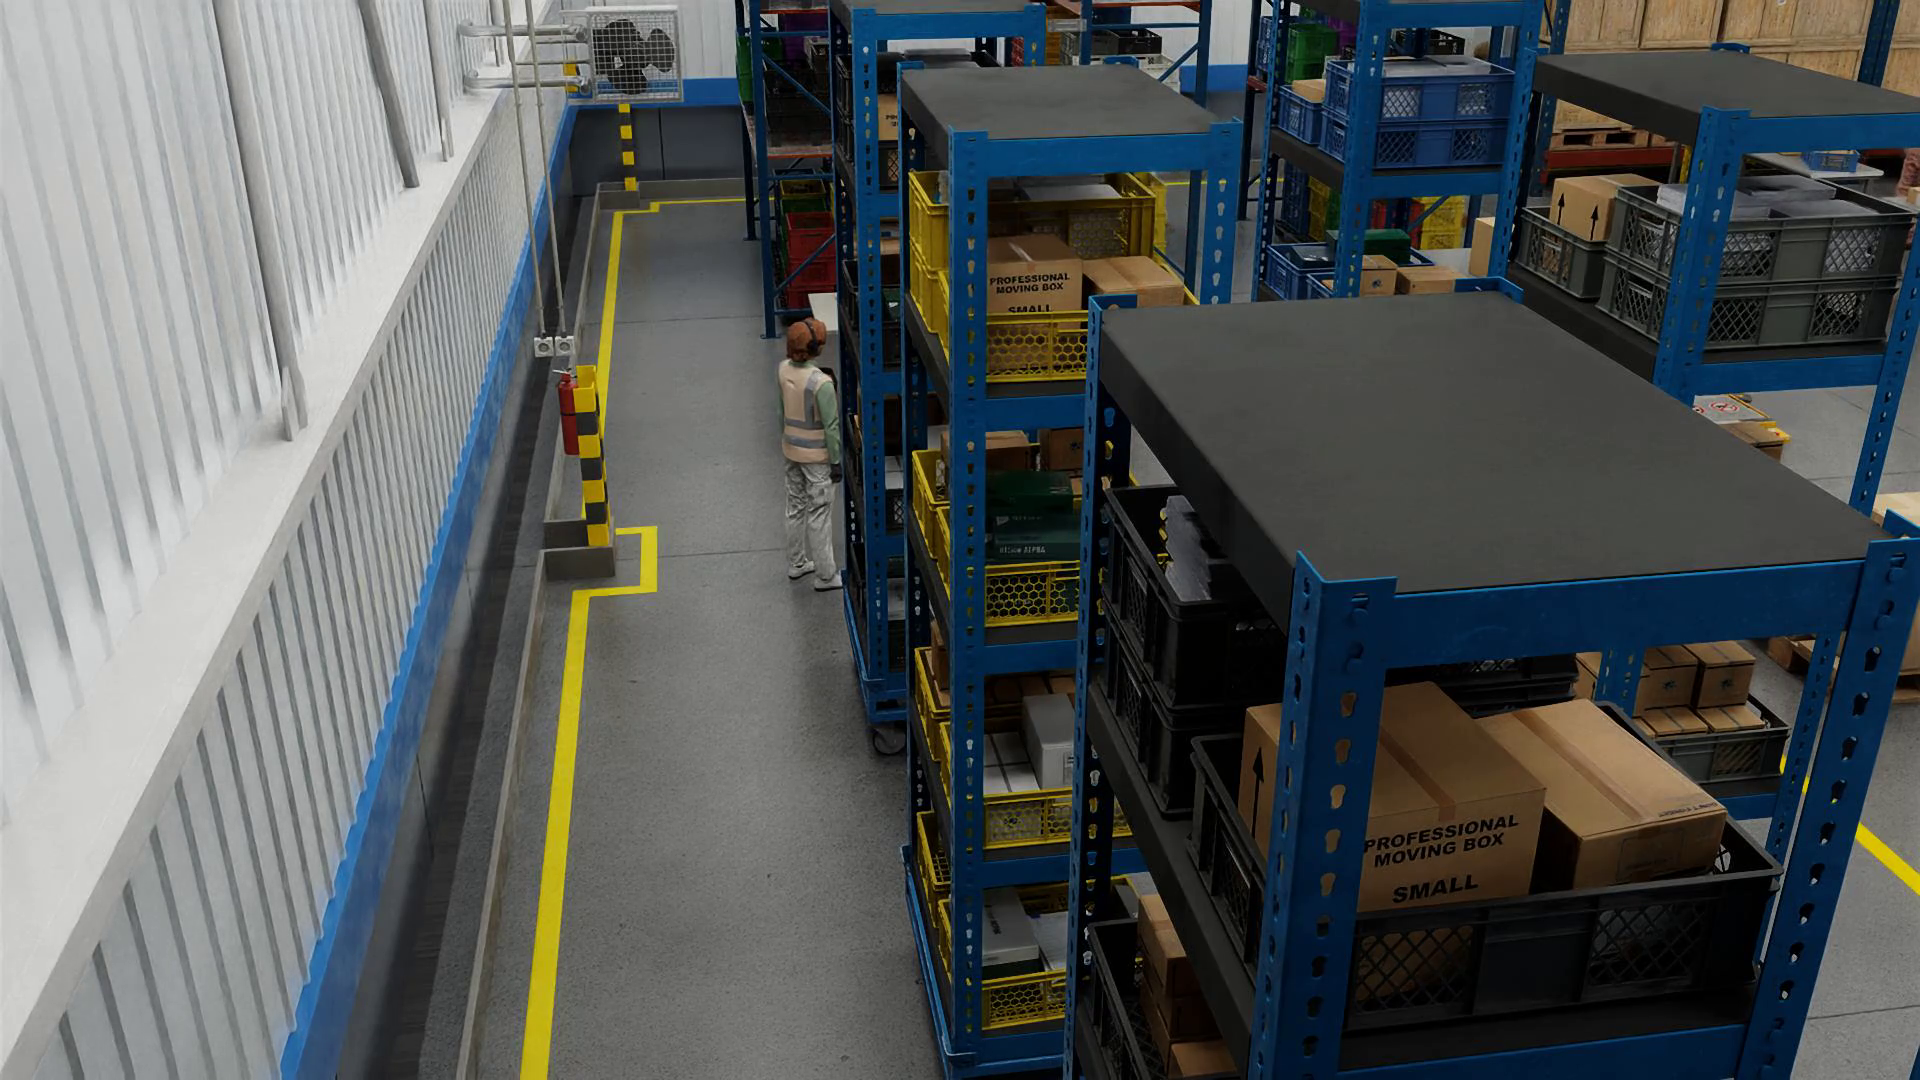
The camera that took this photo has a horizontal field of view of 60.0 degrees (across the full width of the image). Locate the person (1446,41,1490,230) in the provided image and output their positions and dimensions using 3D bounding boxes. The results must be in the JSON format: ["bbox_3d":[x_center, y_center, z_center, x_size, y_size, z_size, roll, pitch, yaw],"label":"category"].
[{"bbox_3d":[5.406,-4.289,17.609,0.353,1.936,0.635,10,27,22],"label":"person"}]

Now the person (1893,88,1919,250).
[{"bbox_3d":[9.826,-3.906,16.831,0.396,1.898,0.645,-4,25,-9],"label":"person"}]

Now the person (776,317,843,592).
[{"bbox_3d":[-0.872,-0.494,9.710,0.309,1.641,0.515,-21,32,-38],"label":"person"}]
